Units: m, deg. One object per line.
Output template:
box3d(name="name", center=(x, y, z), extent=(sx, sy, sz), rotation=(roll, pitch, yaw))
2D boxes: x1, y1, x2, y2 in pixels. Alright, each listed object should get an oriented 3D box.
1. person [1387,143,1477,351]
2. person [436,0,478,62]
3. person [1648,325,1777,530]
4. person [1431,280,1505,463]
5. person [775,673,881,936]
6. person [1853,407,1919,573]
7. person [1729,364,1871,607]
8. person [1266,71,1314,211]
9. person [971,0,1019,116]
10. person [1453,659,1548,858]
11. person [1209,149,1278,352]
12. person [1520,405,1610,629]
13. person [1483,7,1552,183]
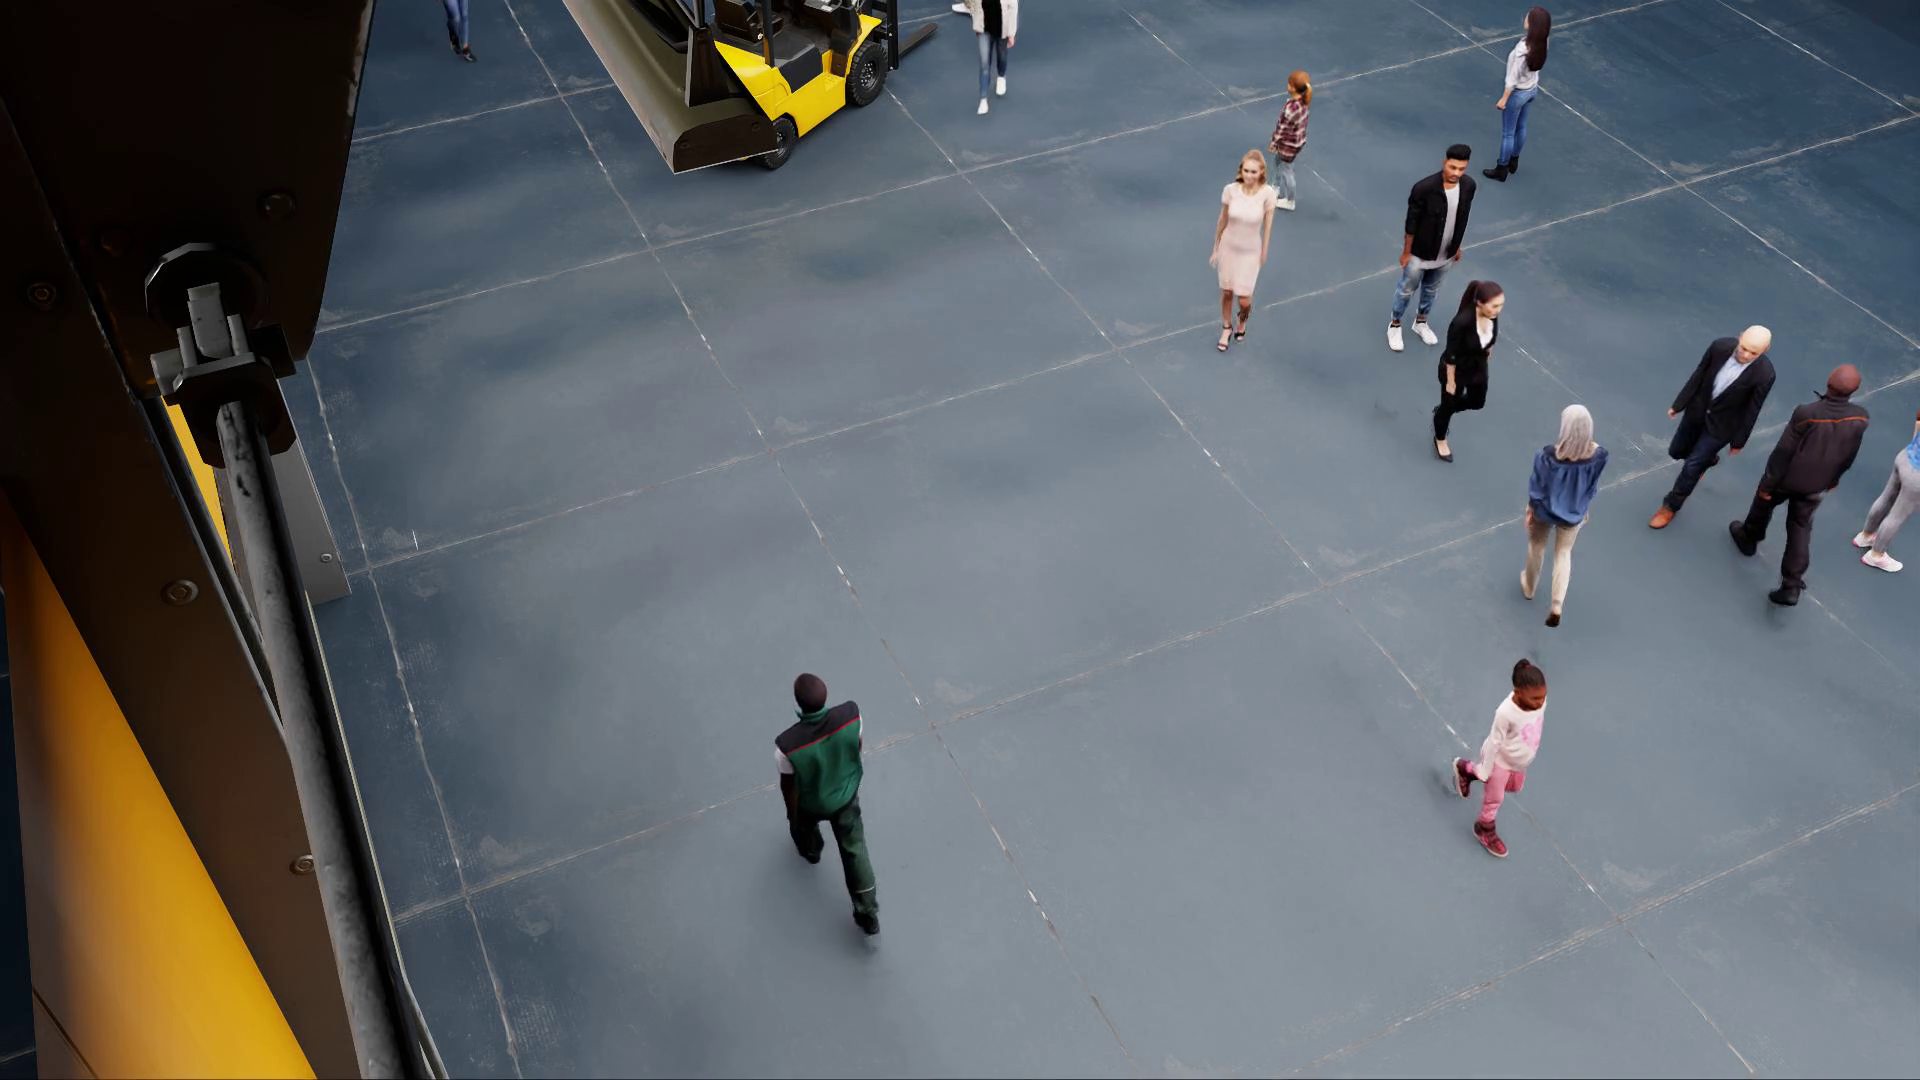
box3d(name="person", center=(3.700, -2.333, 13.062), extent=(0.732, 1.803, 0.660), rotation=(-10, 44, -10))
box3d(name="person", center=(-5.126, -5.599, 16.629), extent=(0.685, 1.611, 0.709), rotation=(-32, 52, -29))
box3d(name="person", center=(5.263, -0.856, 11.537), extent=(0.894, 1.767, 0.961), rotation=(-22, 48, -21))
box3d(name="person", center=(3.595, -1.278, 12.073), extent=(0.651, 1.639, 0.716), rotation=(-24, 49, -23))
box3d(name="person", center=(-0.686, 1.442, 9.103), extent=(0.667, 1.798, 1.176), rotation=(-17, 46, -17))
box3d(name="person", center=(6.488, -0.489, 11.267), extent=(0.712, 1.609, 0.626), rotation=(6, 44, 7))
box3d(name="person", center=(5.585, -0.356, 10.989), extent=(1.107, 1.799, 1.323), rotation=(4, 44, 4))
box3d(name="person", center=(2.967, -3.494, 14.650), extent=(0.769, 1.293, 0.691), rotation=(24, 49, 23))
box3d(name="person", center=(0.357, -4.954, 15.967), extent=(0.986, 1.591, 1.160), rotation=(6, 44, 6))
box3d(name="person", center=(3.121, 1.199, 9.625), extent=(0.570, 1.430, 0.819), rotation=(-20, 47, -20))
box3d(name="person", center=(2.208, -2.286, 13.001), extent=(0.736, 1.818, 0.797), rotation=(16, 46, 16))
box3d(name="person", center=(3.897, -0.114, 10.825), extent=(0.913, 1.675, 1.049), rotation=(7, 44, 7))
box3d(name="person", center=(5.044, -4.009, 14.945), extent=(0.666, 1.633, 0.629), rotation=(-35, 53, -31))
